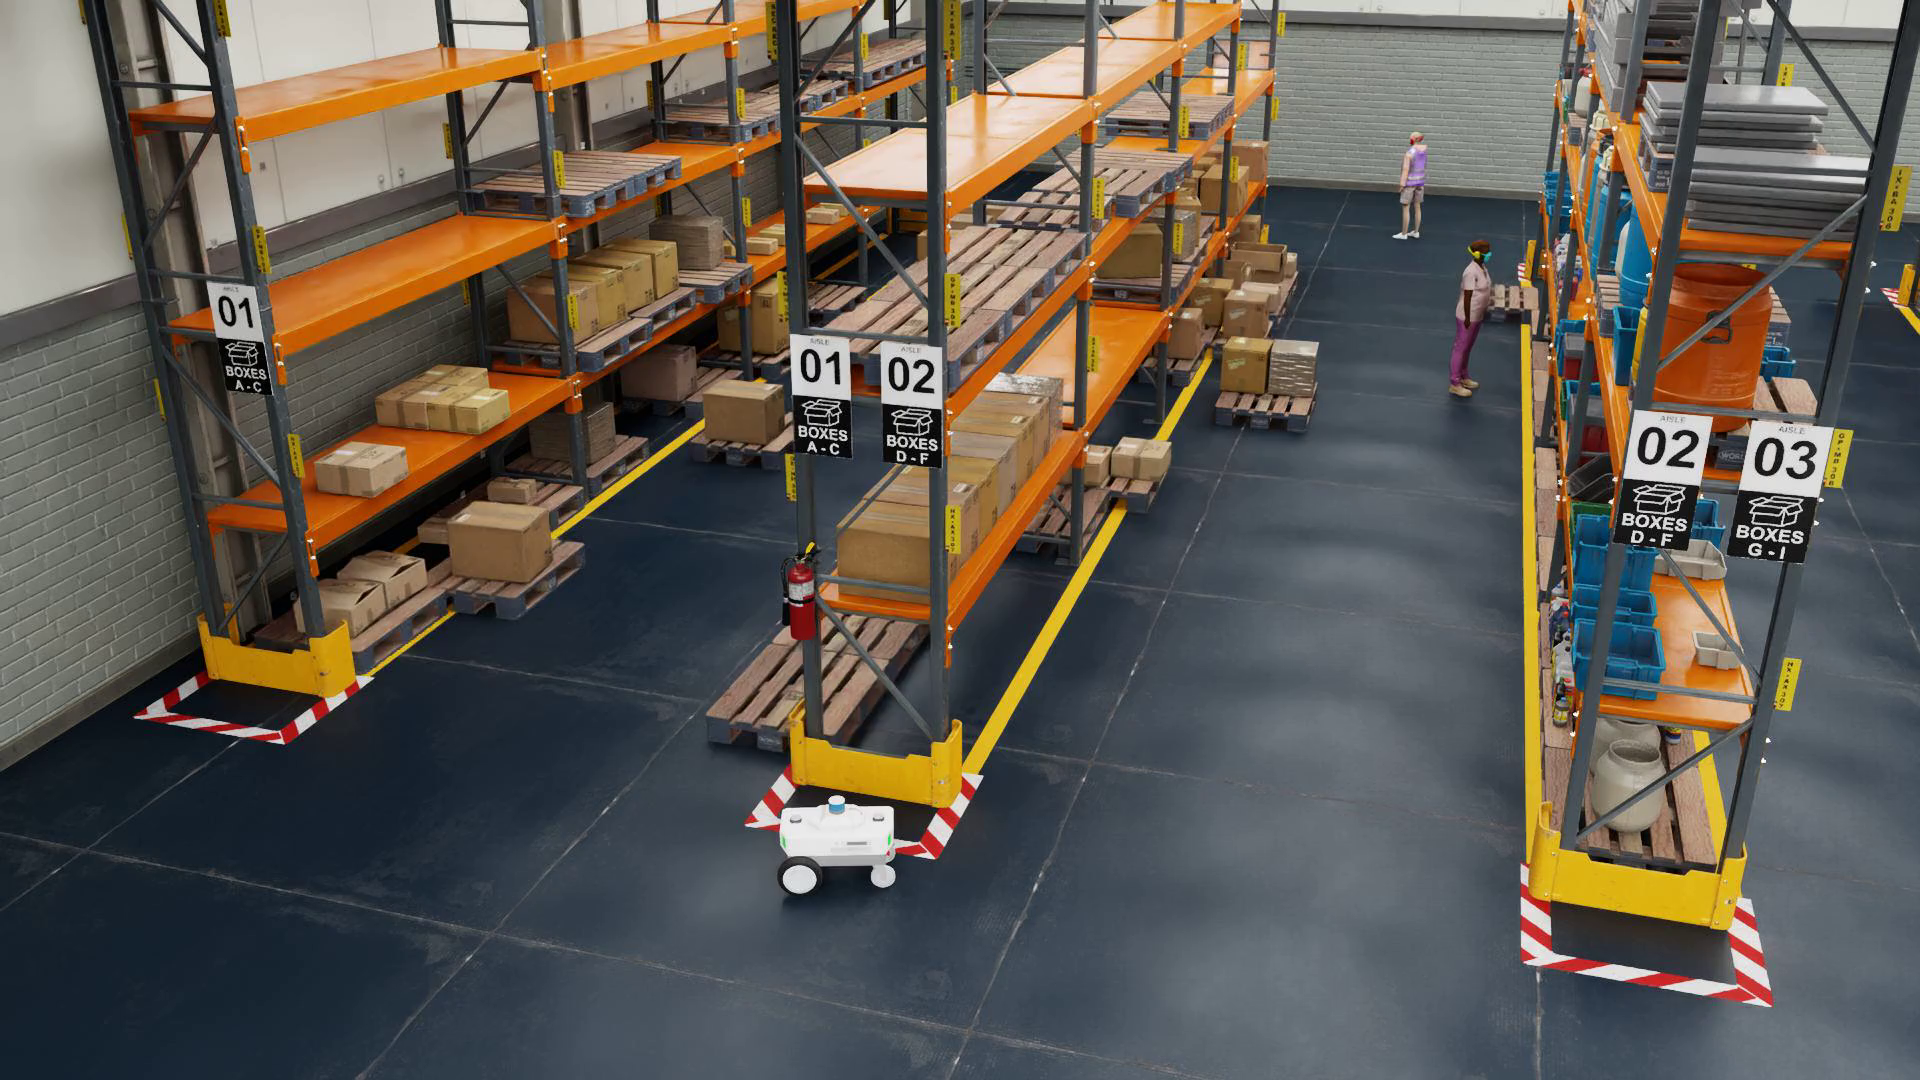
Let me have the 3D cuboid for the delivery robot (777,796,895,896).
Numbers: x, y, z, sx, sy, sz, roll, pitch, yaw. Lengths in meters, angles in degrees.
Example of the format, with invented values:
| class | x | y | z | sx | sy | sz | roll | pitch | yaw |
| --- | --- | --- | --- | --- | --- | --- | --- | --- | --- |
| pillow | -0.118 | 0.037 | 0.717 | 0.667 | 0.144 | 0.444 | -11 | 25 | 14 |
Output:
| class | x | y | z | sx | sy | sz | roll | pitch | yaw |
| --- | --- | --- | --- | --- | --- | --- | --- | --- | --- |
| delivery robot | -0.800 | 1.895 | 10.441 | 0.791 | 0.614 | 0.499 | -1 | 23 | -2 |

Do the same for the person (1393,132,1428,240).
| class | x | y | z | sx | sy | sz | roll | pitch | yaw |
| --- | --- | --- | --- | --- | --- | --- | --- | --- | --- |
| person | 7.183 | -5.620 | 26.416 | 0.489 | 1.688 | 0.349 | -14 | 27 | -29 |

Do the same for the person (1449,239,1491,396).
| class | x | y | z | sx | sy | sz | roll | pitch | yaw |
| --- | --- | --- | --- | --- | --- | --- | --- | --- | --- |
| person | 5.918 | -2.583 | 19.229 | 0.332 | 1.801 | 0.518 | 14 | 27 | 29 |
